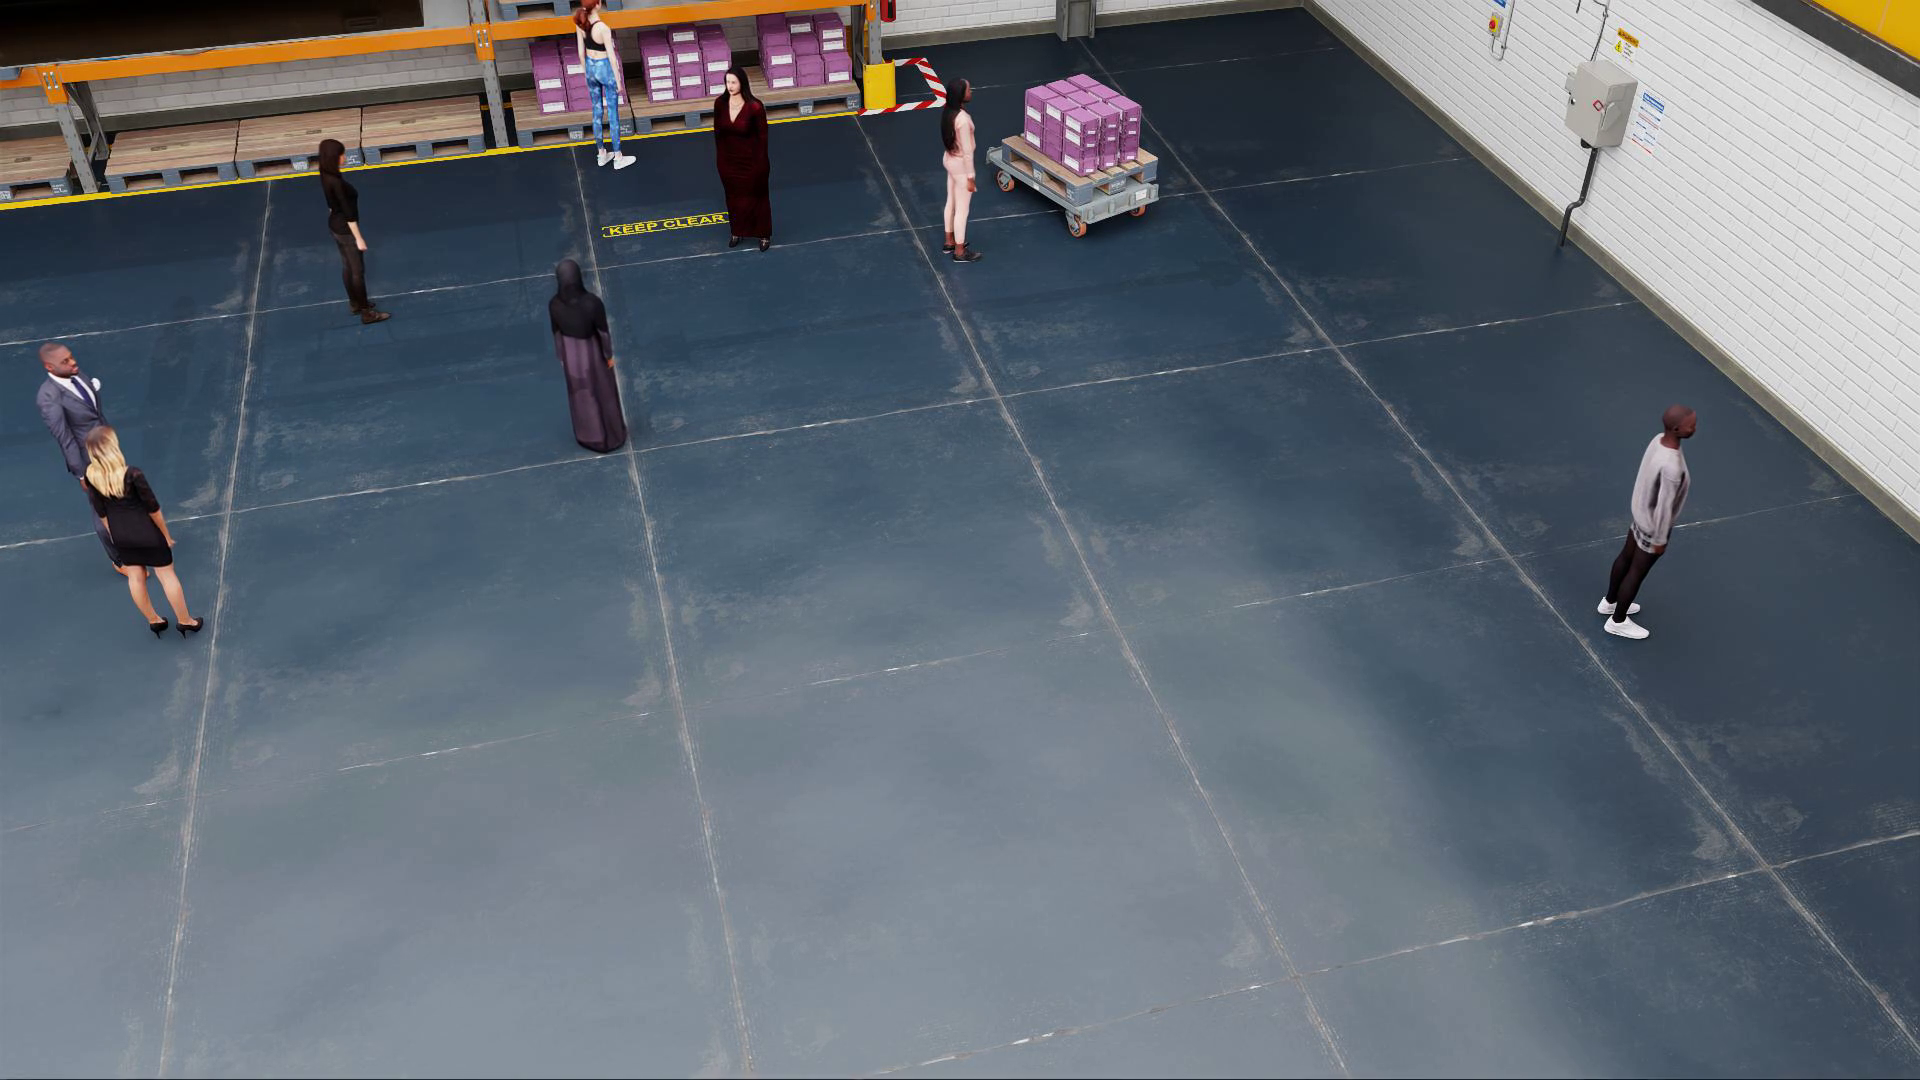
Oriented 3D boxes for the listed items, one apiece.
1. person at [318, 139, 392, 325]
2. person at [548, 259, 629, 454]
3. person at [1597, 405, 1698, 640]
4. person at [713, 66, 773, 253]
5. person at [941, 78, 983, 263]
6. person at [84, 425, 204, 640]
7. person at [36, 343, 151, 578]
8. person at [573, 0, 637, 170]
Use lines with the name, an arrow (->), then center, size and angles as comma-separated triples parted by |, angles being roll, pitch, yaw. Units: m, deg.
person -> -5.241, -2.628, 14.170 | 0.630, 1.640, 0.649 | -26, 45, -28
person -> -2.859, -1.408, 12.664 | 0.655, 1.614, 0.760 | 4, 39, 6
person -> 4.534, -0.139, 10.948 | 0.665, 1.772, 0.685 | 4, 39, 5
person -> -1.971, -3.466, 15.125 | 0.719, 1.758, 0.827 | 10, 40, 12
person -> -0.011, -3.340, 14.996 | 0.564, 1.721, 0.638 | -14, 41, -17
person -> -5.389, -0.036, 10.896 | 0.516, 1.675, 0.665 | 3, 39, 3
person -> -5.966, -0.576, 11.454 | 0.684, 1.824, 0.755 | 0, 39, -1
person -> -3.550, -4.563, 16.478 | 0.667, 1.784, 0.736 | 17, 42, 20
